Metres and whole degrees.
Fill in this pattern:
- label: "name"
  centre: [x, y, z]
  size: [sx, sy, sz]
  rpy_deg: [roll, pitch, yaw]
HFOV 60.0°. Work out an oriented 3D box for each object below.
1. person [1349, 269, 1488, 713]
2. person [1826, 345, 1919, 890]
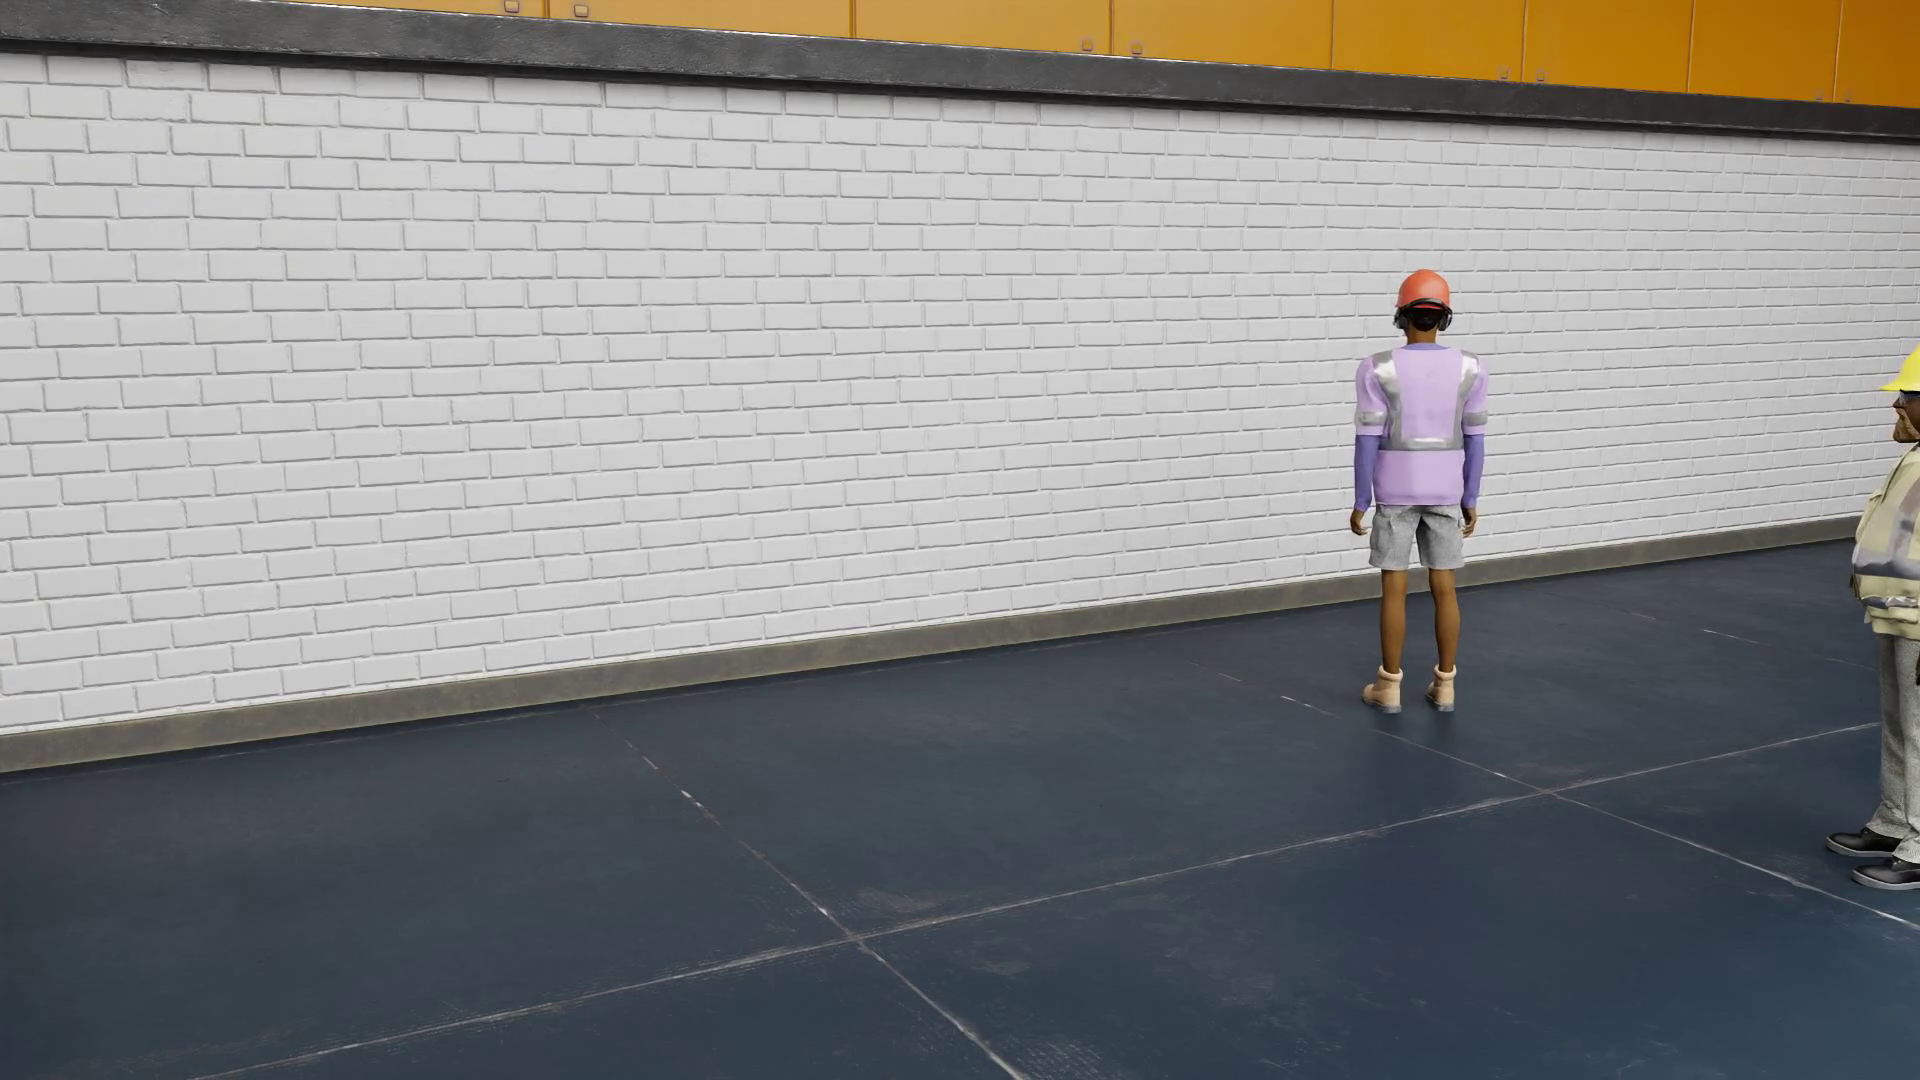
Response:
- label: "person"
  centre: [2.096, -0.216, 7.679]
  size: [0.609, 2.044, 0.395]
  rpy_deg: [0, 10, -1]
- label: "person"
  centre: [3.202, 0.255, 5.573]
  size: [0.403, 1.834, 0.589]
  rpy_deg: [3, 10, 15]
